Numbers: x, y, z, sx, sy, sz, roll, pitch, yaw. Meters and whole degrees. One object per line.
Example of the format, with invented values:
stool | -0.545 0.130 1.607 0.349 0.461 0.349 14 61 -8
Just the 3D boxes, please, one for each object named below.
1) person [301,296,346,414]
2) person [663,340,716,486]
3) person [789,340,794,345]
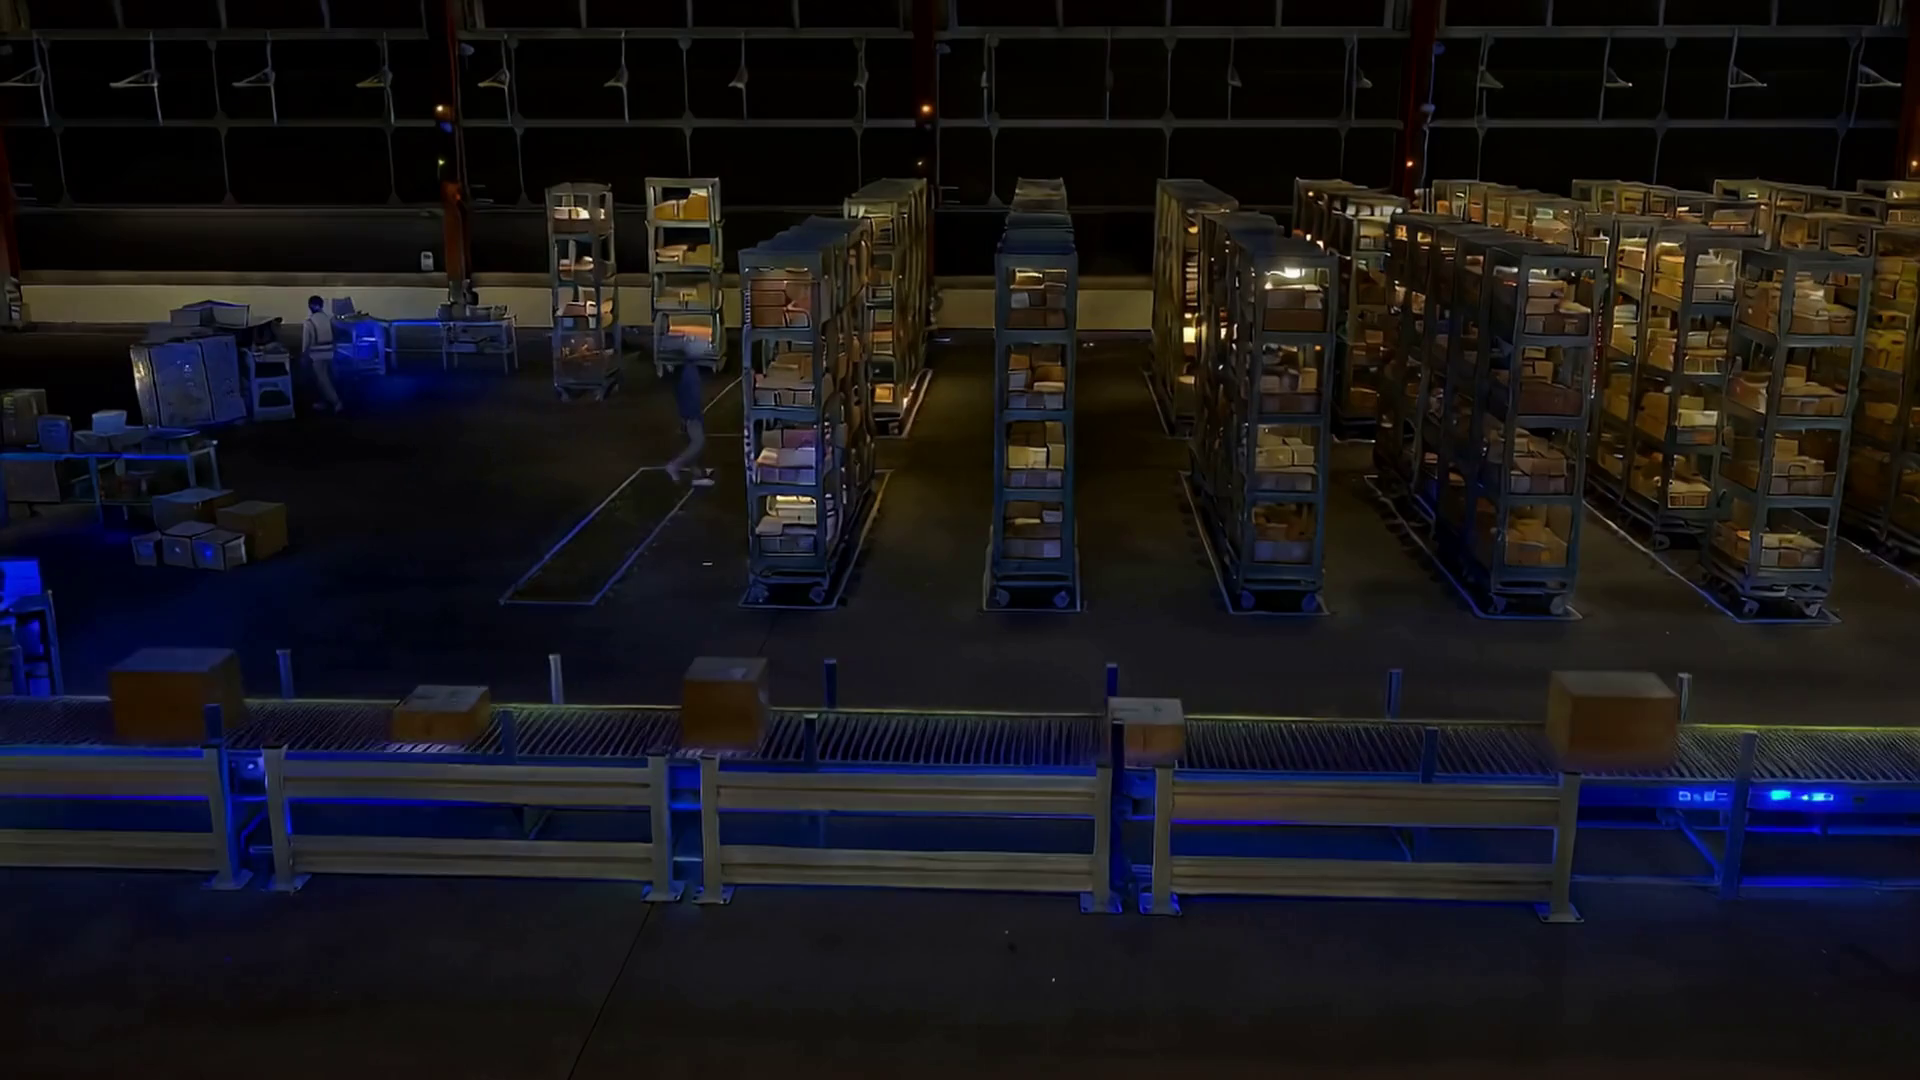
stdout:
person | -10.354 -3.011 27.091 0.861 1.918 0.603 8 17 27
person | -3.574 -1.651 21.928 0.564 1.980 0.620 -1 15 -5
person | -2.837 -3.561 29.285 0.593 1.832 0.403 14 20 42
